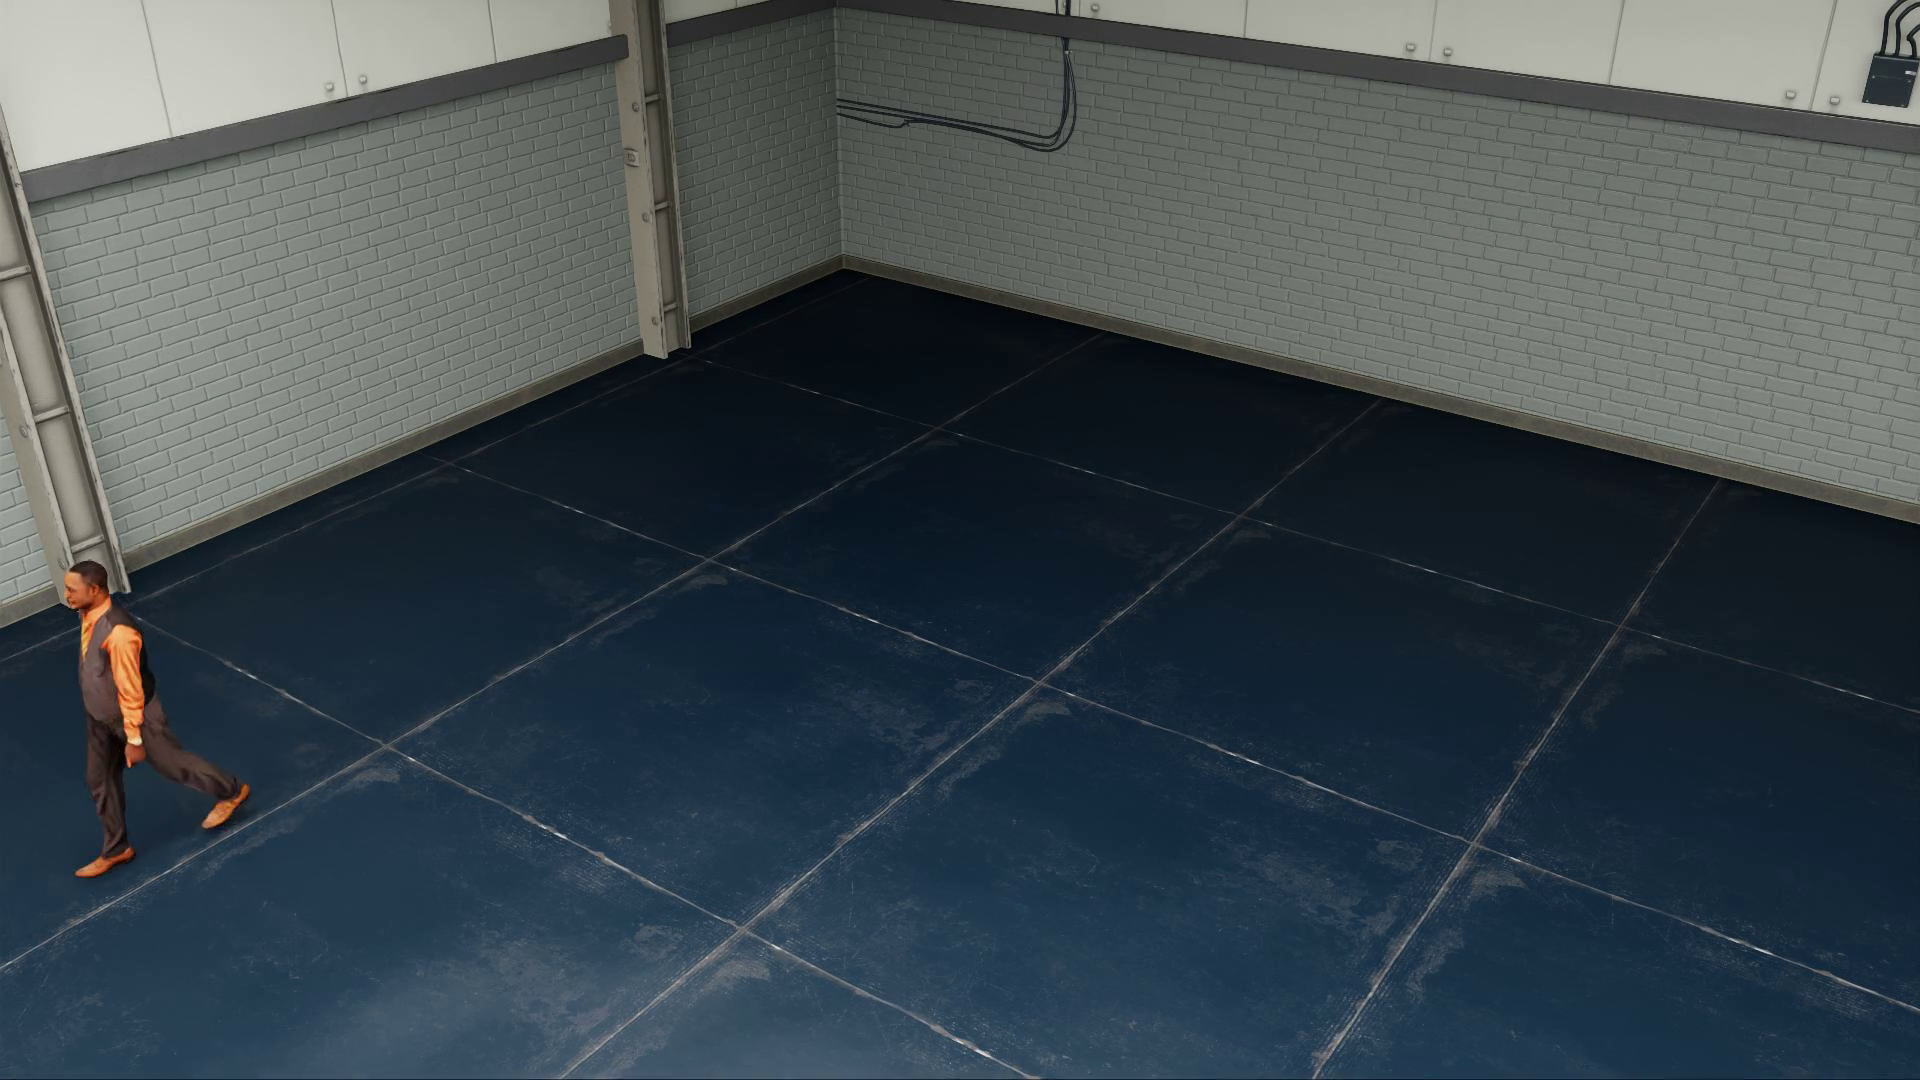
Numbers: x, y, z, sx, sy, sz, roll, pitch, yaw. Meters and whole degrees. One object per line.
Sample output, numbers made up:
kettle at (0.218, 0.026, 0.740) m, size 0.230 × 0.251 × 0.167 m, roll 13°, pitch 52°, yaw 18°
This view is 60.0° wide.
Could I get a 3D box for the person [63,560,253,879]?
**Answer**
person at (-4.512, 0.941, 9.246) m, size 0.796 × 1.868 × 1.273 m, roll 23°, pitch 36°, yaw 36°
